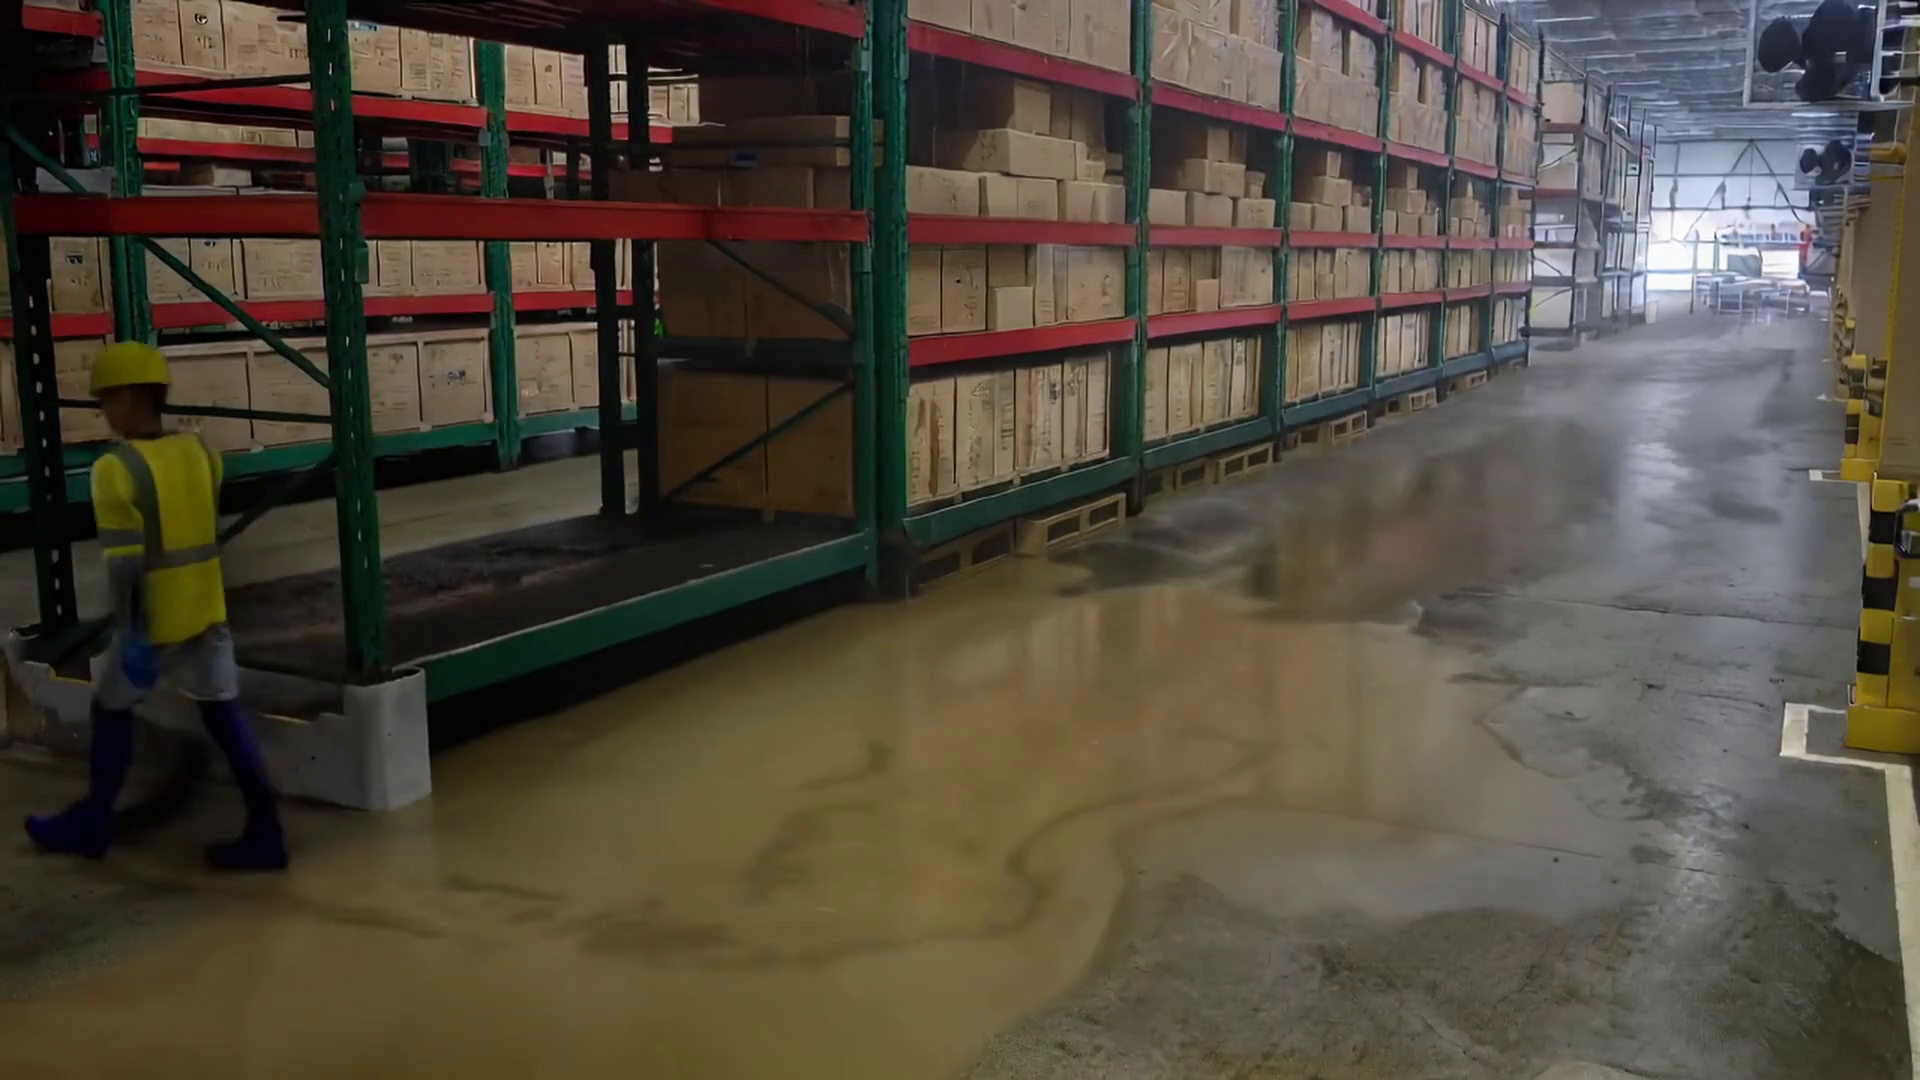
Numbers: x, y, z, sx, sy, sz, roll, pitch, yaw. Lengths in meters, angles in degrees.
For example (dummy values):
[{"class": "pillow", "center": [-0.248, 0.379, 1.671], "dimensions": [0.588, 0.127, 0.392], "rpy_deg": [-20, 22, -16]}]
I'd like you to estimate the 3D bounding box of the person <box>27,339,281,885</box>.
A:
[{"class": "person", "center": [-2.805, 0.255, 5.762], "dimensions": [1.029, 1.872, 0.542], "rpy_deg": [4, 11, 22]}]
